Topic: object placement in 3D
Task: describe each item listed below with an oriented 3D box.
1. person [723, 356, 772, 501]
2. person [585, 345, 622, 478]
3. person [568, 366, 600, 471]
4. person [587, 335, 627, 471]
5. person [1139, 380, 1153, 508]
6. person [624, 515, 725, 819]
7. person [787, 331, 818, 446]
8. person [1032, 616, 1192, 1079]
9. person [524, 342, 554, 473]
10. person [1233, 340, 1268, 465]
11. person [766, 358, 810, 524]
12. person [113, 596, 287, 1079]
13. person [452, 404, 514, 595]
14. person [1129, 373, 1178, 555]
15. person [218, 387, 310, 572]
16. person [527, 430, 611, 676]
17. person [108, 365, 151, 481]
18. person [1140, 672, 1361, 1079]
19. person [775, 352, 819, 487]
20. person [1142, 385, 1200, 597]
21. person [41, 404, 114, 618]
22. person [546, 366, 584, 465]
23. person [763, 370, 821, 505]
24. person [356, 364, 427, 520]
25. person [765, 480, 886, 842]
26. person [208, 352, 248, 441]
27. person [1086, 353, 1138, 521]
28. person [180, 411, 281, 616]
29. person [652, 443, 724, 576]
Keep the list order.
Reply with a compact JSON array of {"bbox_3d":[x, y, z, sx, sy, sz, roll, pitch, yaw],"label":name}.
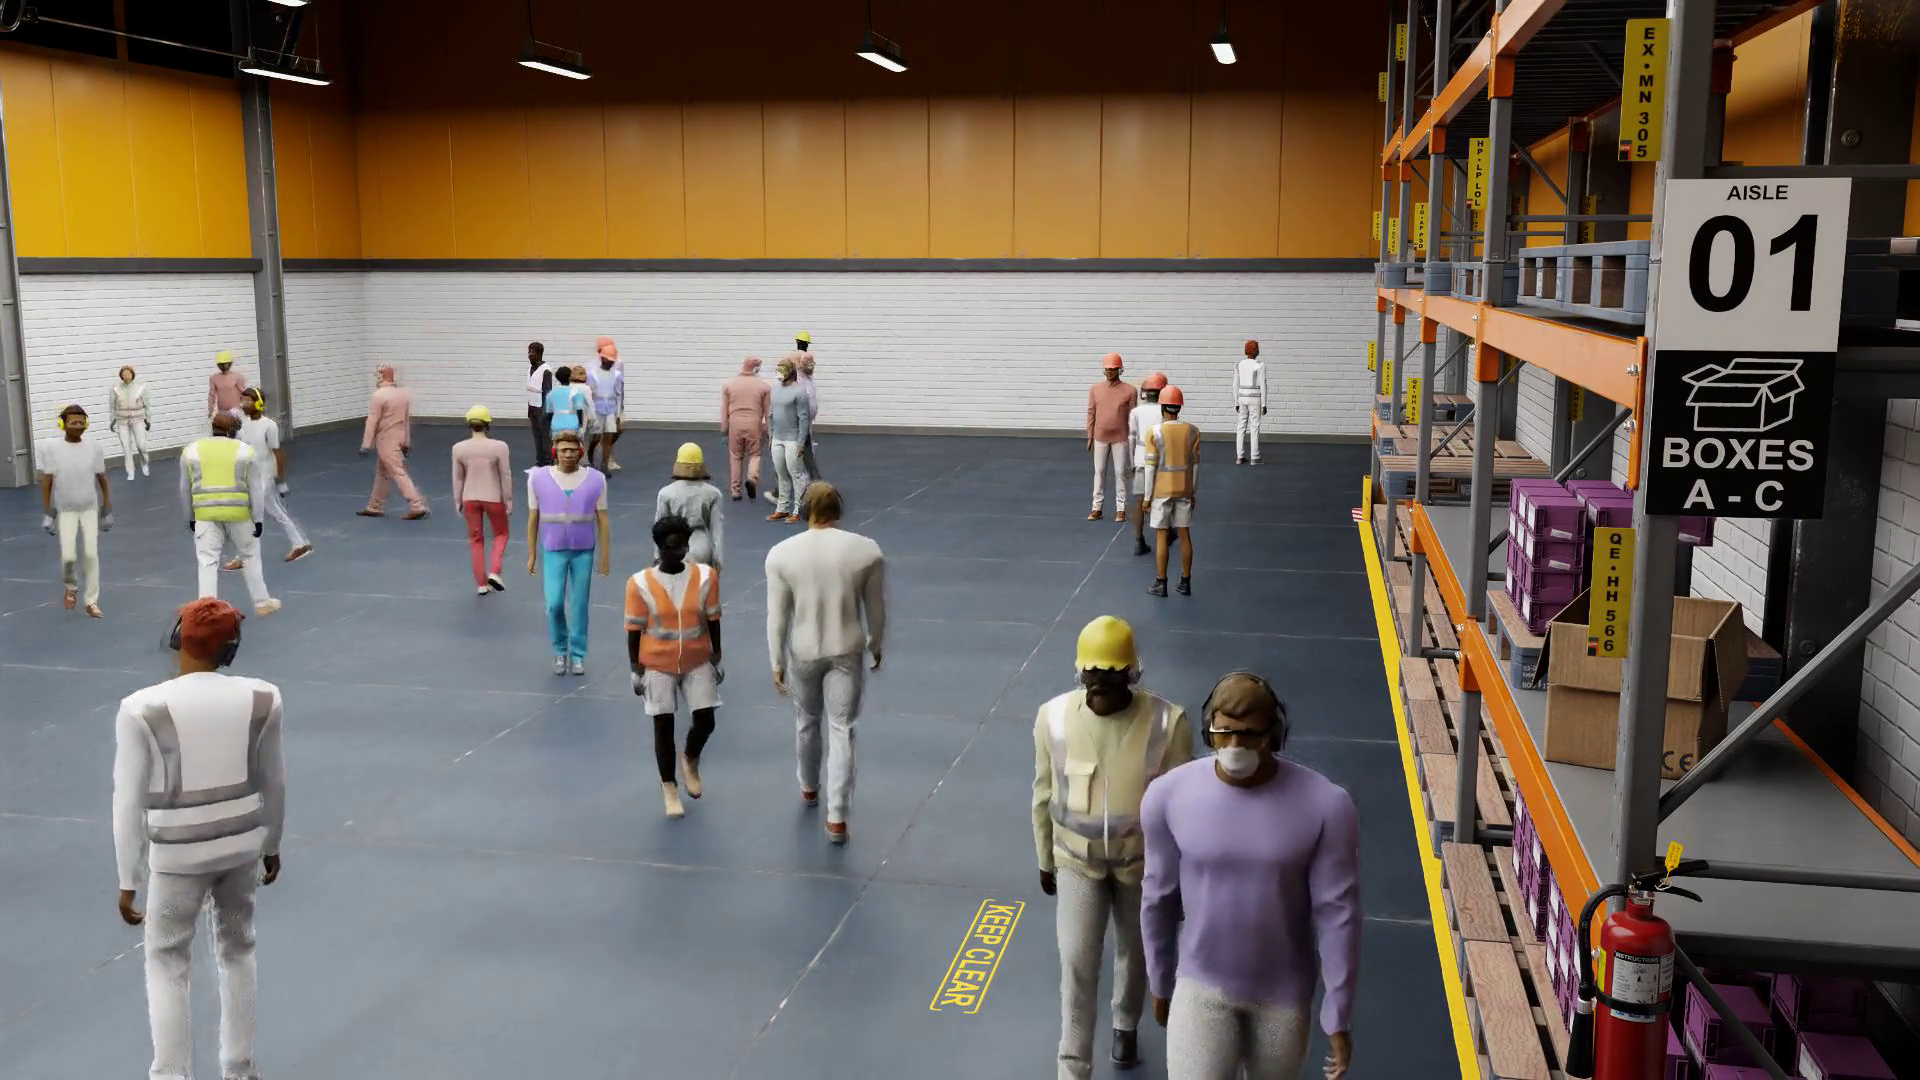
[{"bbox_3d":[-2.706,-1.415,21.265,0.646,1.872,0.511,0,9,-1],"label":"person"},{"bbox_3d":[-5.121,-1.838,23.726,0.621,1.893,0.653,-6,11,-33],"label":"person"},{"bbox_3d":[-5.334,-1.661,23.543,0.499,1.597,0.816,6,11,34],"label":"person"},{"bbox_3d":[-5.165,-2.010,24.395,0.649,2.013,0.577,-9,13,-43],"label":"person"},{"bbox_3d":[2.363,-1.165,20.500,0.301,1.625,0.498,-6,11,-32],"label":"person"},{"bbox_3d":[-1.557,0.689,9.114,0.554,1.683,0.376,-3,10,-20],"label":"person"},{"bbox_3d":[-2.633,-2.513,27.725,0.381,1.917,0.586,-9,13,-44],"label":"person"},{"bbox_3d":[0.546,1.157,5.997,0.607,1.781,0.923,2,10,10],"label":"person"},{"bbox_3d":[-6.069,-1.904,24.051,0.388,1.920,0.594,-8,12,-40],"label":"person"},{"bbox_3d":[4.407,-2.075,25.187,0.579,1.884,0.352,9,13,43],"label":"person"},{"bbox_3d":[-2.022,-1.159,19.503,0.630,1.940,0.372,8,13,42],"label":"person"},{"bbox_3d":[-2.707,1.139,5.917,0.691,1.853,0.437,-9,13,-44],"label":"person"},{"bbox_3d":[-4.366,-0.367,15.256,0.545,1.754,0.364,0,9,-2],"label":"person"},{"bbox_3d":[2.063,-0.819,17.605,0.569,1.882,0.976,5,10,26],"label":"person"},{"bbox_3d":[-7.004,-0.630,16.701,0.507,1.827,0.998,8,12,40],"label":"person"},{"bbox_3d":[-2.873,0.100,12.235,0.605,1.825,0.489,-3,10,-17],"label":"person"},{"bbox_3d":[-11.649,-1.639,23.343,0.530,1.628,0.366,-3,10,-19],"label":"person"},{"bbox_3d":[0.801,1.321,4.709,0.636,1.892,0.991,2,10,11],"label":"person"},{"bbox_3d":[-2.131,-1.548,22.008,0.534,1.881,0.721,1,9,3],"label":"person"},{"bbox_3d":[1.917,-0.445,15.199,0.543,1.939,0.370,-3,10,-16],"label":"person"},{"bbox_3d":[-7.576,-0.248,14.279,0.544,1.852,0.449,-7,12,-37],"label":"person"},{"bbox_3d":[-5.266,-1.476,22.223,0.556,1.668,0.438,2,10,12],"label":"person"},{"bbox_3d":[-2.049,-1.273,20.684,0.531,1.777,1.022,-9,13,-43],"label":"person"},{"bbox_3d":[-6.784,-1.162,19.776,0.980,1.865,0.647,1,10,7],"label":"person"},{"bbox_3d":[-0.719,0.619,8.979,0.640,1.890,1.009,-1,9,-4],"label":"person"},{"bbox_3d":[-11.050,-1.983,25.145,0.540,1.720,0.916,1,9,5],"label":"person"},{"bbox_3d":[1.788,-1.212,19.653,0.611,1.996,0.378,3,10,18],"label":"person"},{"bbox_3d":[-6.224,-0.181,14.081,0.668,1.799,0.717,-3,10,-16],"label":"person"},{"bbox_3d":[-2.038,0.116,12.565,0.502,1.695,0.925,-4,10,-21],"label":"person"}]
